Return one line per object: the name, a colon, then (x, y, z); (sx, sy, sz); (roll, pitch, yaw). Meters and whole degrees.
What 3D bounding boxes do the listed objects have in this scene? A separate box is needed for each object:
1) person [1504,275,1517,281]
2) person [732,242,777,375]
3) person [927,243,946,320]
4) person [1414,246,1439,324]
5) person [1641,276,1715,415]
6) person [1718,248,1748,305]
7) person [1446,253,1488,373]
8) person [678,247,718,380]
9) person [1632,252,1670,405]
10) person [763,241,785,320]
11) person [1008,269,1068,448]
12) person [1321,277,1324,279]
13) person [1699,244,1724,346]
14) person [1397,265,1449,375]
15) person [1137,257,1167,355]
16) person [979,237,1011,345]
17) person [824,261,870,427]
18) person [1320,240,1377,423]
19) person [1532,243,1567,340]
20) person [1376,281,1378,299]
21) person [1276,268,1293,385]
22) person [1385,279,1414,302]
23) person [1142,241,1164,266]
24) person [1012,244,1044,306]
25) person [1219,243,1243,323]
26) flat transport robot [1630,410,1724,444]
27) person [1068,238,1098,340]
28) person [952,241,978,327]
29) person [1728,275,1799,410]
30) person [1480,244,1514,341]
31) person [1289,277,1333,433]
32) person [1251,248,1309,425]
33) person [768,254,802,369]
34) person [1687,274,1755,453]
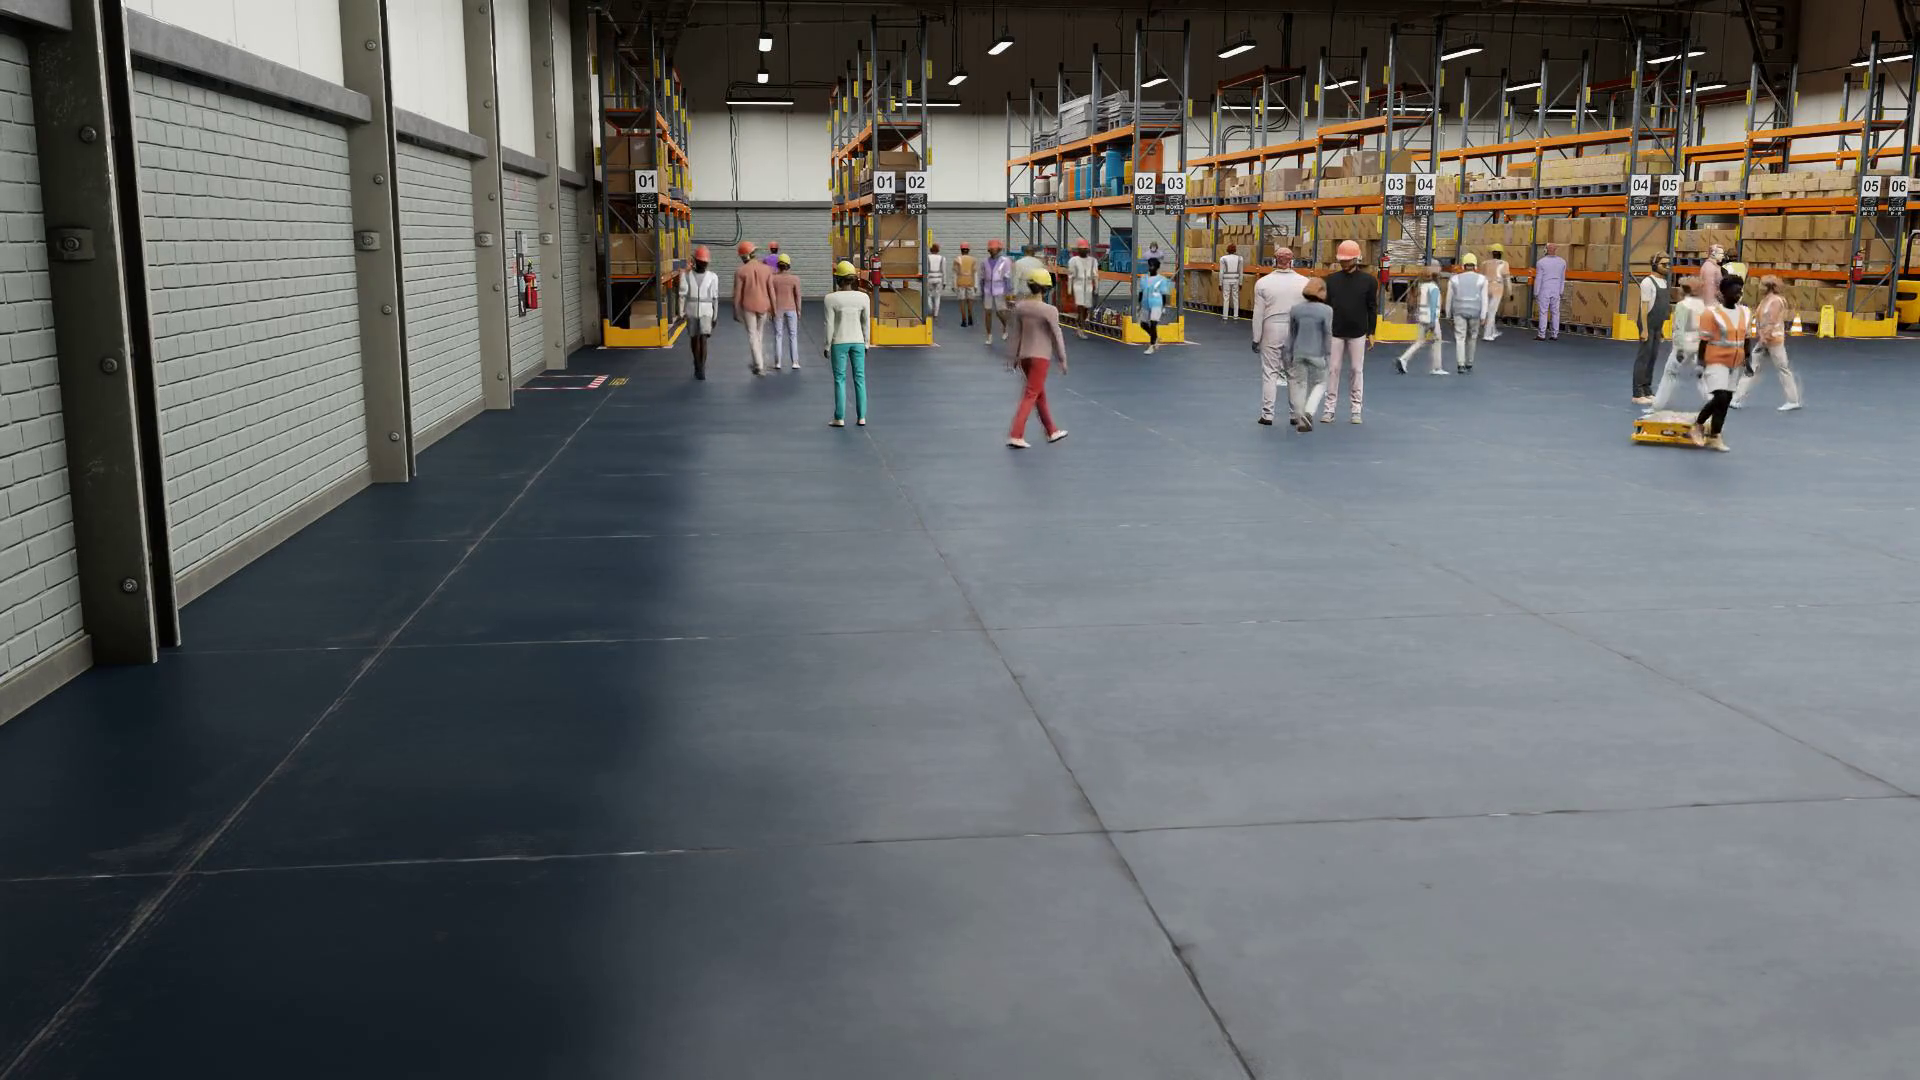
person: (14.418, -6.966, 43.935); (0.611, 1.985, 0.393); (0, 10, -2)
person: (-3.108, -3.428, 24.650); (0.640, 1.946, 0.914); (-6, 12, -31)
person: (-0.646, -6.360, 40.932); (0.617, 1.860, 0.644); (-2, 11, -12)
person: (10.095, -5.470, 36.127); (0.562, 1.835, 0.891); (0, 10, 0)
person: (8.123, -2.146, 18.569); (0.529, 1.593, 0.882); (-7, 12, -34)
person: (13.205, -4.090, 28.582); (0.627, 1.836, 0.429); (-6, 12, -28)
person: (7.586, -3.394, 24.929); (0.601, 1.784, 0.946); (4, 11, 19)
person: (-3.762, -3.266, 23.938); (0.576, 1.895, 0.968); (-1, 10, -5)
person: (8.410, -2.566, 20.195); (0.505, 1.846, 0.347); (-10, 14, -43)
person: (-4.453, -6.238, 40.152); (0.570, 1.905, 0.875); (0, 10, 1)
person: (0.770, -1.756, 16.107); (0.925, 1.713, 0.547); (-10, 14, -43)
person: (9.121, -6.474, 41.633); (0.620, 1.845, 0.429); (1, 10, 7)
person: (11.988, -3.753, 26.545); (0.403, 1.904, 0.651); (4, 11, 21)
person: (6.842, -3.227, 24.446); (0.701, 1.615, 0.524); (-1, 10, -8)
person: (3.357, -4.052, 28.769); (0.548, 1.683, 0.553); (8, 13, 37)
person: (0.684, -4.683, 31.341); (0.612, 2.027, 0.653); (4, 11, 21)
person: (-1.210, -2.090, 17.797); (0.531, 1.771, 0.302); (-5, 11, -24)
person: (4.213, -2.257, 18.120); (0.626, 1.982, 0.395); (4, 11, 19)
person: (11.540, -4.867, 32.639); (0.636, 1.911, 0.405); (-2, 11, -12)
person: (10.283, -6.471, 41.619); (0.537, 1.844, 0.726); (-1, 10, -8)
person: (4.413, -2.989, 22.790); (0.287, 1.746, 0.487); (4, 11, 21)
person: (10.289, -6.012, 39.012); (0.621, 1.866, 0.984); (1, 10, 3)
person: (5.561, -7.650, 47.909); (0.638, 1.912, 0.513); (2, 10, 9)
person: (1.375, -4.923, 33.019); (0.653, 1.895, 0.916); (-4, 11, -21)
person: (6.376, -6.045, 39.165); (0.575, 1.883, 0.355); (-1, 10, -6)
flat transport robot: (7.206, -1.137, 16.679); (0.652, 0.197, 1.431); (6, 12, 31)
person: (2.427, -4.989, 33.042); (0.612, 2.016, 0.891); (-2, 11, -12)
person: (0.092, -5.814, 37.817); (0.556, 1.912, 0.655); (-3, 11, -16)
person: (9.452, -2.301, 19.471); (0.907, 1.583, 0.508); (0, 10, 2)
person: (10.567, -4.866, 32.712); (0.953, 1.883, 0.613); (-8, 13, -37)
person: (3.610, -1.900, 17.171); (0.518, 1.617, 0.366); (7, 13, 35)
person: (3.470, -2.192, 17.982); (0.652, 1.906, 0.402); (0, 10, -1)
person: (-2.694, -3.506, 25.570); (0.522, 1.768, 0.312); (0, 10, -2)
person: (7.190, -1.648, 15.623); (0.532, 1.679, 0.385); (-4, 11, -20)
